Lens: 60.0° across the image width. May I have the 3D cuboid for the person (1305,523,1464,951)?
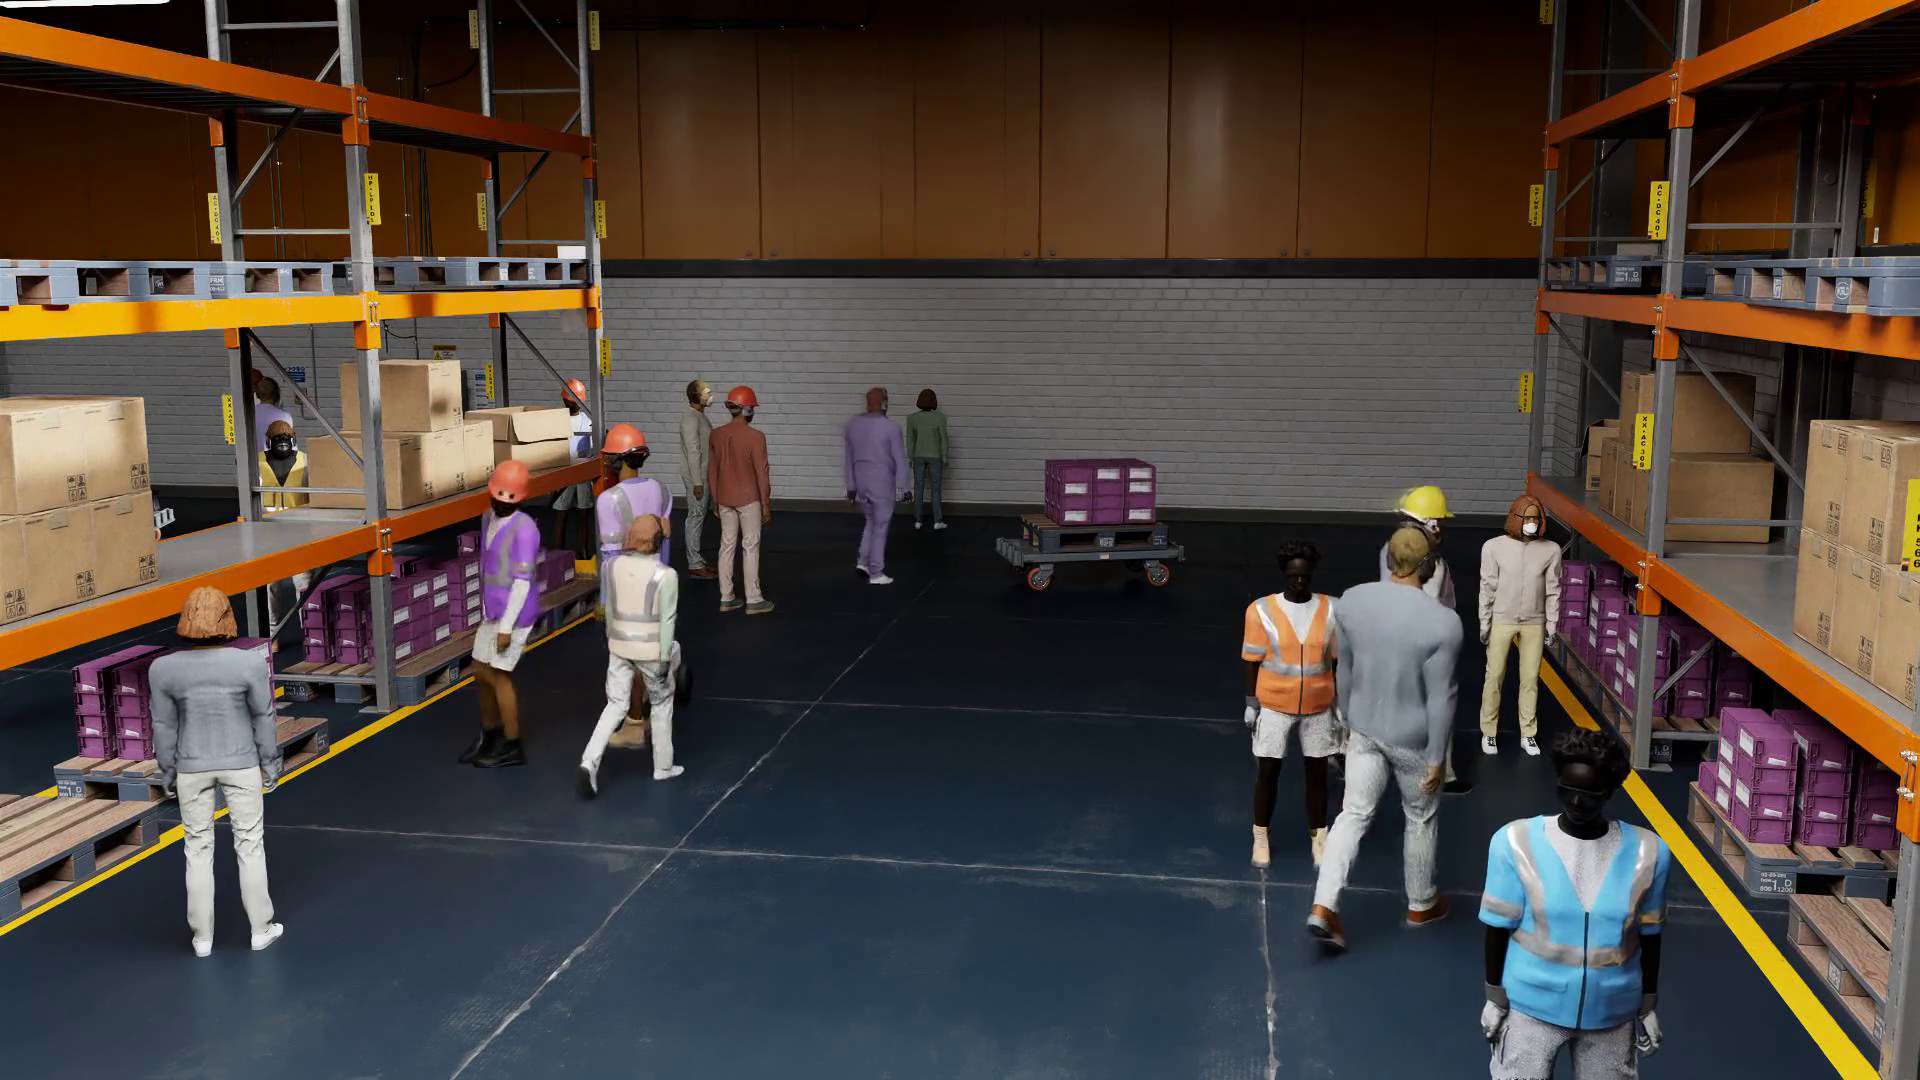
[{"bbox_3d":[1.884,0.868,7.340,0.638,1.908,0.945,8,12,41],"label":"person"}]

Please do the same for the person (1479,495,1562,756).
[{"bbox_3d":[3.447,0.527,10.277,0.497,1.629,0.277,1,9,3],"label":"person"}]

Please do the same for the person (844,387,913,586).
[{"bbox_3d":[-0.776,-0.507,15.857,0.663,1.892,0.469,8,12,39],"label":"person"}]

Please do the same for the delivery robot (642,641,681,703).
[{"bbox_3d":[-2.117,0.852,11.274,0.477,0.478,0.707,0,9,1],"label":"delivery robot"}]

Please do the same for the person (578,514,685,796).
[{"bbox_3d":[-1.888,0.657,9.511,0.547,1.610,0.753,4,10,24],"label":"person"}]

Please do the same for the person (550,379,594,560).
[{"bbox_3d":[-3.810,-0.623,16.433,0.542,1.931,0.366,-7,11,-36],"label":"person"}]

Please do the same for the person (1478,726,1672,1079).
[{"bbox_3d":[1.791,1.364,4.884,0.538,1.698,0.320,1,9,8],"label":"person"}]

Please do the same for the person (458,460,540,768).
[{"bbox_3d":[-2.762,0.452,9.978,0.420,1.882,0.648,-7,12,-38],"label":"person"}]

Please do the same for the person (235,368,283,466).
[{"bbox_3d":[-7.993,-1.019,19.008,0.574,1.887,0.360,-9,13,-43],"label":"person"}]

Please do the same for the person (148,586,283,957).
[{"bbox_3d":[-3.243,1.009,7.277,0.497,1.633,0.284,-2,10,-15],"label":"person"}]

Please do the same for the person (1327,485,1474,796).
[{"bbox_3d":[2.507,0.584,9.403,0.829,1.806,0.598,-2,10,-14],"label":"person"}]

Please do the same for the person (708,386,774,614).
[{"bbox_3d":[-1.908,-0.351,14.560,0.621,1.989,0.398,5,11,29],"label":"person"}]

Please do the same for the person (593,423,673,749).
[{"bbox_3d":[-2.066,0.290,10.451,0.380,2.045,0.605,6,11,31],"label":"person"}]

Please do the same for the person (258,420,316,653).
[{"bbox_3d":[-5.294,-0.025,13.059,0.618,1.835,0.430,-4,10,-21],"label":"person"}]

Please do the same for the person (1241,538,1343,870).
[{"bbox_3d":[1.664,0.819,8.298,0.534,1.687,0.320,0,9,0],"label":"person"}]

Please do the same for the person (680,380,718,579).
[{"bbox_3d":[-2.535,-0.589,16.223,0.384,1.936,0.636,-1,9,-3],"label":"person"}]

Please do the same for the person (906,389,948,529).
[{"bbox_3d":[-0.374,-0.935,19.267,0.499,1.634,0.278,3,10,16],"label":"person"}]

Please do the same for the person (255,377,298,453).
[{"bbox_3d":[-6.866,-0.661,16.637,0.636,1.939,0.363,4,10,22],"label":"person"}]
